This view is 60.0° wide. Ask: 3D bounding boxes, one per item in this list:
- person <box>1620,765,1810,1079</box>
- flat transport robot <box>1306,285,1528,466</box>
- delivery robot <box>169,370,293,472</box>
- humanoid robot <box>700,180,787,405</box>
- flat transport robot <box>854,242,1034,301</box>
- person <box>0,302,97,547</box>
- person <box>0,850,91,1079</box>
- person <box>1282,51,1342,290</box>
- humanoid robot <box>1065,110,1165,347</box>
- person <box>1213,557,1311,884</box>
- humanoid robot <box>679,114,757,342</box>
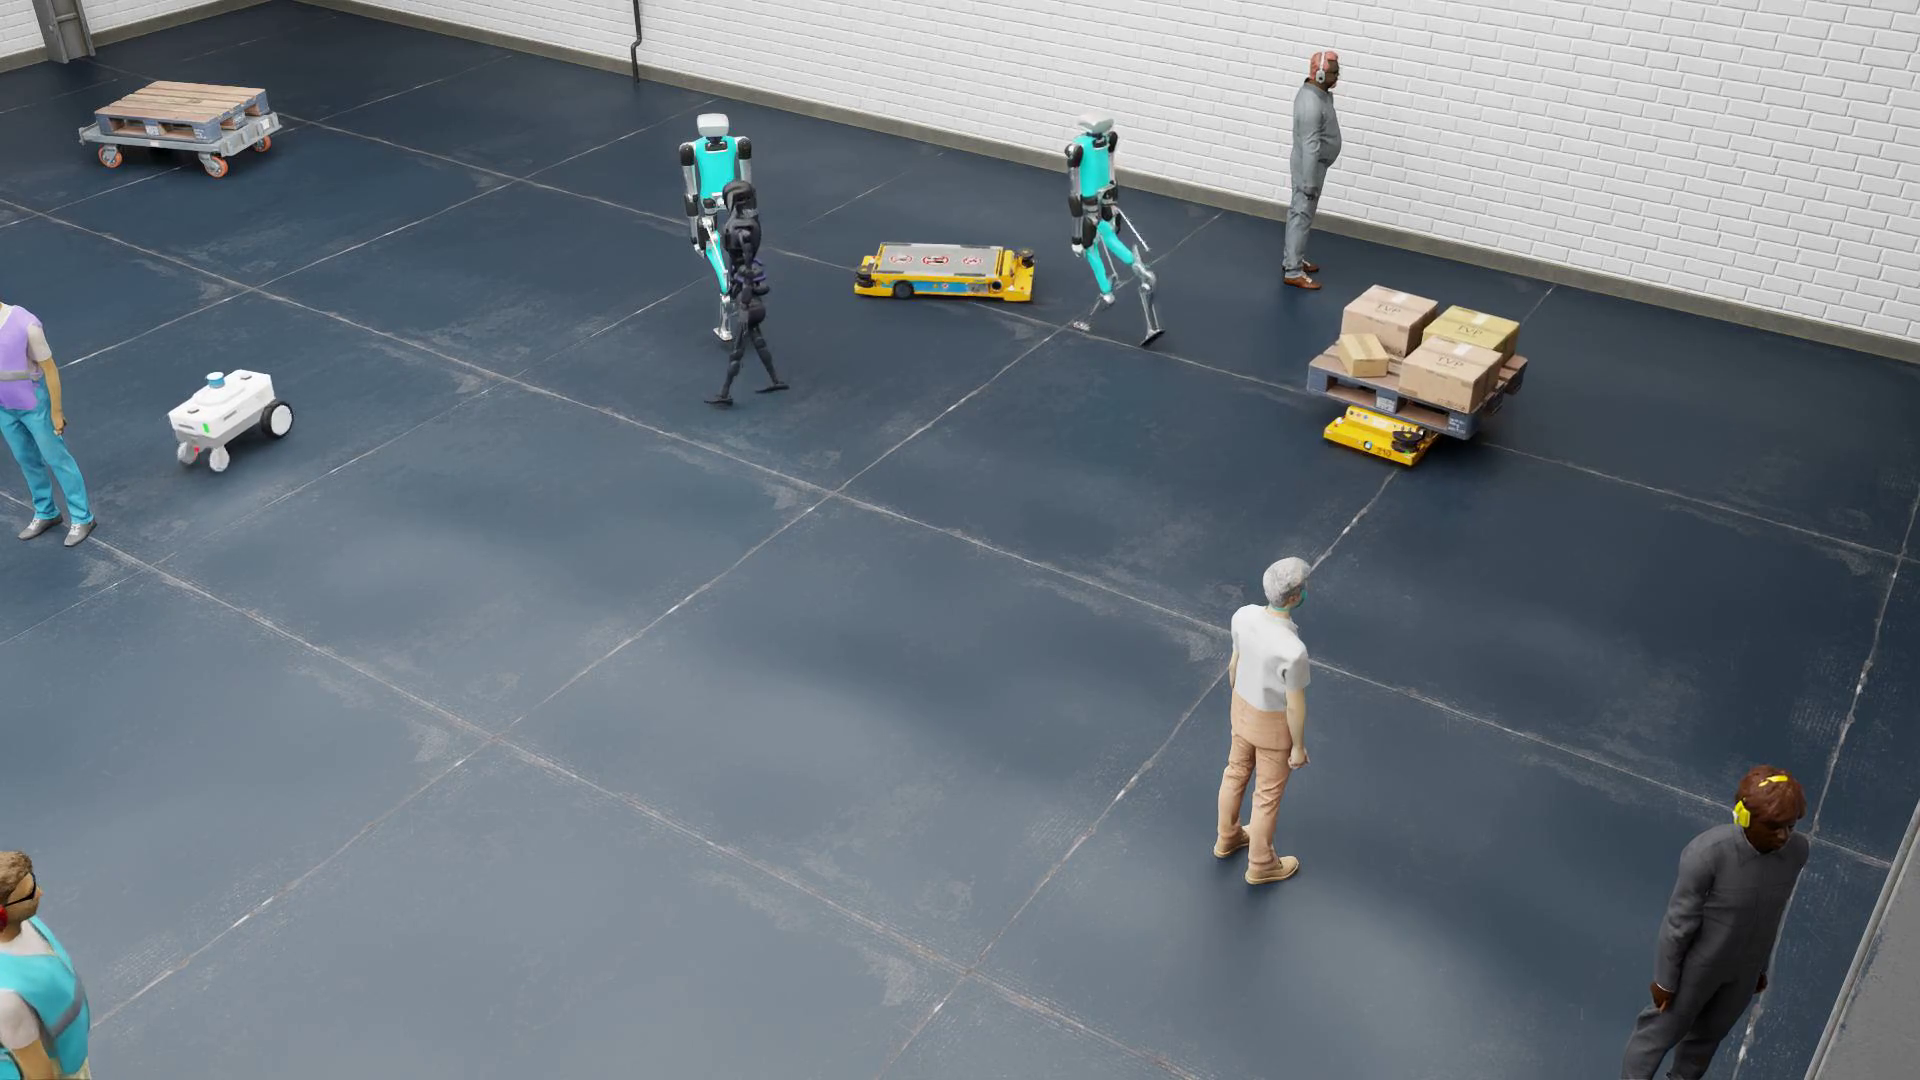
[{"bbox_3d":[2.845,1.603,6.277,0.502,1.874,0.343,-7,33,-11],"label":"person"},{"bbox_3d":[3.198,-0.973,11.770,0.659,0.231,1.431,22,39,30],"label":"flat transport robot"},{"bbox_3d":[-4.998,-0.871,11.319,0.499,0.565,0.745,11,34,17],"label":"delivery robot"},{"bbox_3d":[-1.575,-1.735,11.666,0.690,1.635,0.588,-10,34,-15],"label":"humanoid robot"},{"bbox_3d":[-0.117,-2.204,13.685,1.431,0.231,0.659,3,33,4],"label":"flat transport robot"},{"bbox_3d":[-5.676,-0.825,10.082,0.569,1.843,0.377,8,34,12],"label":"person"},{"bbox_3d":[-3.248,1.848,5.925,0.373,1.840,0.569,-17,36,-24],"label":"person"},{"bbox_3d":[2.837,-2.982,13.383,0.411,1.907,0.641,5,33,8],"label":"person"},{"bbox_3d":[1.247,-2.257,12.432,0.966,1.773,0.540,25,40,33],"label":"humanoid robot"},{"bbox_3d":[1.408,0.826,7.605,0.320,1.745,0.475,-19,37,-26],"label":"person"},{"bbox_3d":[-1.710,-2.235,12.253,0.533,1.677,0.735,-9,34,-14],"label":"humanoid robot"}]
